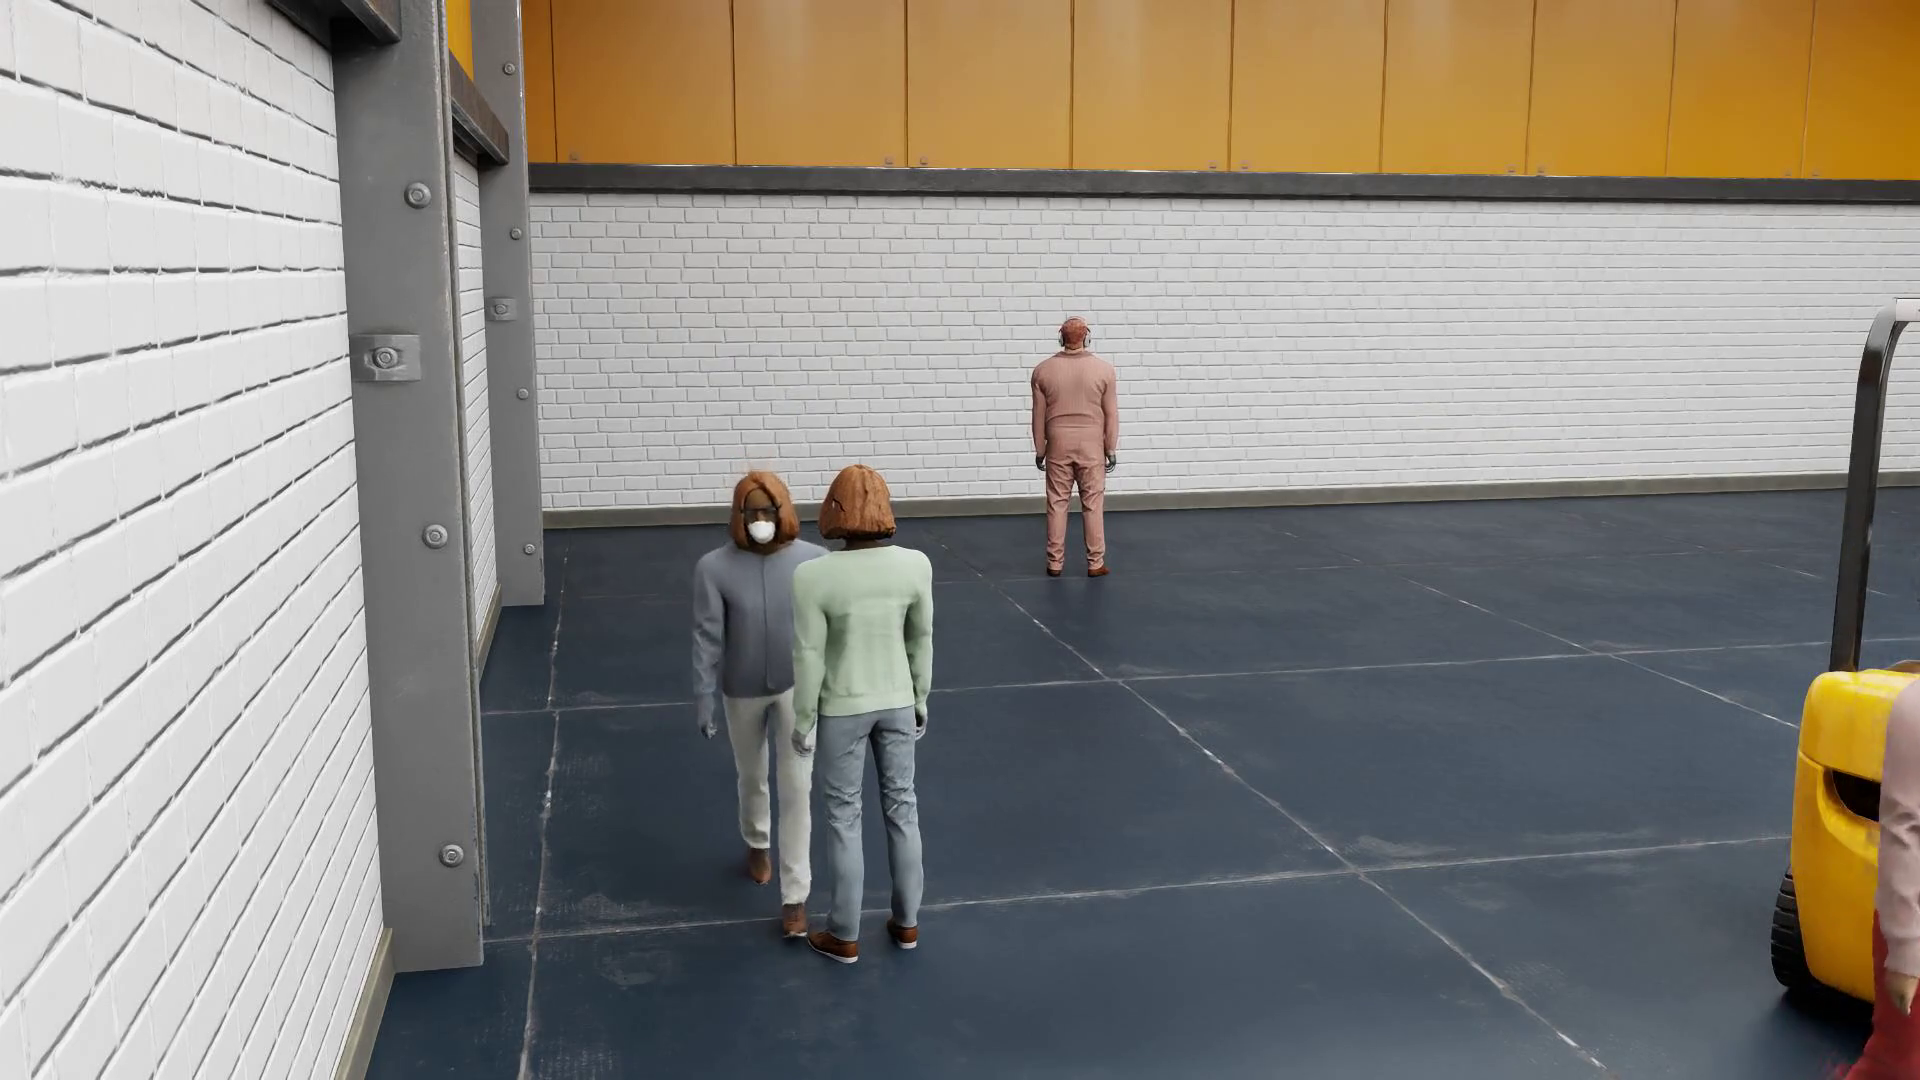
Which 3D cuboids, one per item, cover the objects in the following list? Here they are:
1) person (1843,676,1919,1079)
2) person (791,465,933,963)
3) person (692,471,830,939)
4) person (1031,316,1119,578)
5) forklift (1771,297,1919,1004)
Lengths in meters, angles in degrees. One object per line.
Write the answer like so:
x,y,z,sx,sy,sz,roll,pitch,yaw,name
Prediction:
2.191,0.824,3.581,0.546,1.732,0.746,-3,10,-17,person
-0.320,0.568,5.455,0.497,1.633,0.284,-5,11,-27,person
-0.674,0.528,5.858,0.520,1.576,0.840,-1,9,-7,person
0.846,-0.674,12.180,0.642,1.913,0.410,2,9,10,person
3.542,0.334,5.177,2.313,2.155,1.214,-9,13,-43,forklift
